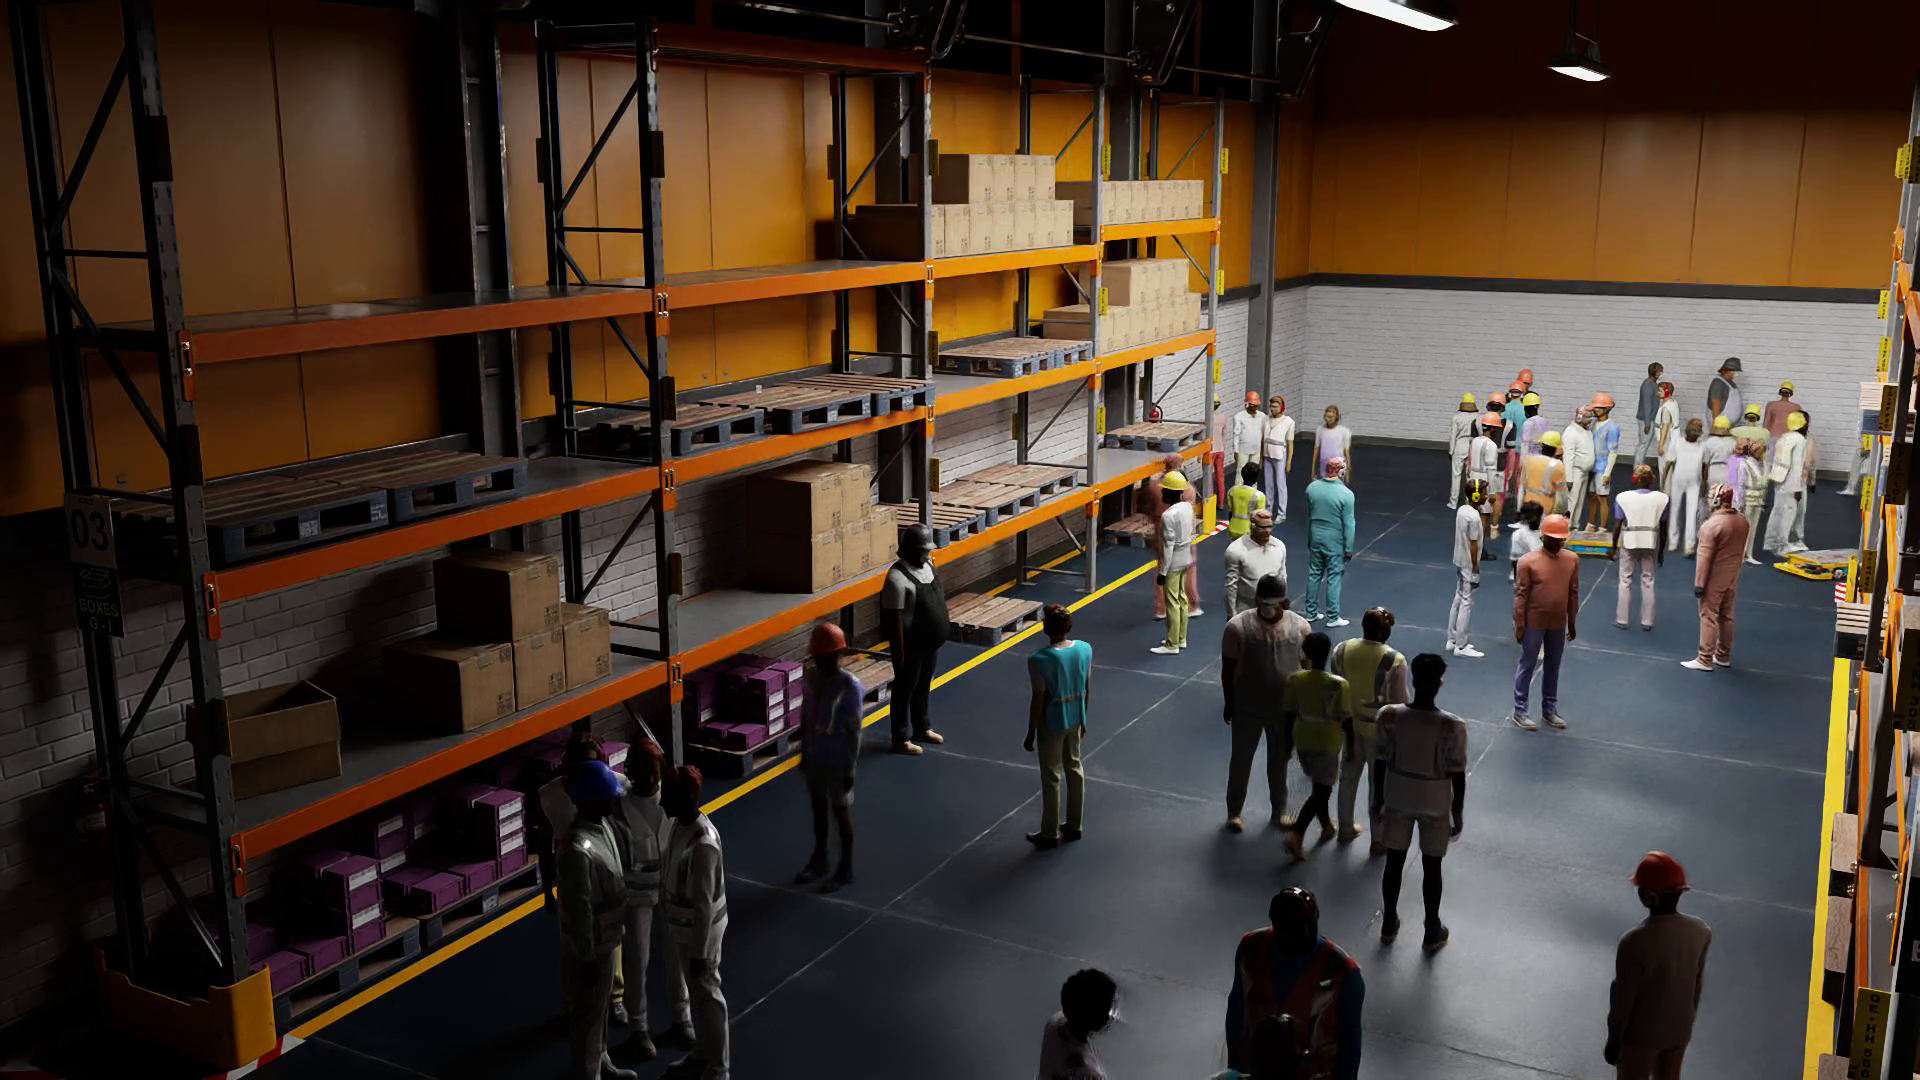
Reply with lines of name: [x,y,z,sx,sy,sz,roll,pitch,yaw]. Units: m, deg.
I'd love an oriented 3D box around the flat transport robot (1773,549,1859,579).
flat transport robot: [11.020,0.289,20.812,1.431,0.197,0.652,-3,13,-15]

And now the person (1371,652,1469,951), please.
person: [2.967,1.680,10.755,0.612,1.963,0.362,7,14,28]

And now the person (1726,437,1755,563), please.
person: [9.969,-0.511,21.327,0.316,1.631,0.524,0,13,-2]

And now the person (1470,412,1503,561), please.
person: [6.788,-0.698,21.503,0.389,1.925,0.550,-2,13,-9]

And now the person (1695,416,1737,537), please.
person: [10.256,-0.835,22.590,0.493,1.715,0.782,2,13,11]

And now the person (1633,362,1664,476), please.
person: [11.182,-1.933,27.030,0.367,1.932,0.622,6,14,25]

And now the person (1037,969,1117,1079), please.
person: [0.446,2.632,7.213,0.468,1.654,0.722,-2,13,-11]

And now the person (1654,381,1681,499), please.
person: [10.714,-1.485,25.230,0.388,1.838,0.561,7,14,29]

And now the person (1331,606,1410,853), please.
person: [3.050,1.389,12.342,0.429,1.841,0.633,-12,17,-43]

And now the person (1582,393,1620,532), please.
person: [8.608,-0.972,22.456,0.373,2.044,0.606,-2,13,-11]

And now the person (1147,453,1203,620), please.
person: [2.403,-0.042,18.651,0.665,1.876,0.641,10,16,39]

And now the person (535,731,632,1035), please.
person: [-2.173,1.978,9.727,0.565,1.837,0.388,-5,14,-22]

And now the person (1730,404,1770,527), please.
person: [11.050,-1.031,23.347,0.533,1.767,0.324,5,13,21]

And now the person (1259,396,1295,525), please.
person: [4.516,-1.145,23.705,0.388,1.837,0.561,-10,16,-37]

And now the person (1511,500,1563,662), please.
person: [5.955,0.403,17.155,0.561,1.660,0.488,-2,13,-9]

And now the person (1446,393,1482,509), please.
person: [7.511,-1.322,24.732,0.492,1.730,0.324,0,13,-1]

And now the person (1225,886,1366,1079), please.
person: [1.494,2.449,7.594,0.636,1.842,0.429,8,15,32]

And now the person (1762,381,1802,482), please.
person: [12.785,-1.598,25.918,0.535,1.753,0.341,6,14,25]

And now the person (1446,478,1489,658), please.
person: [5.280,0.280,17.246,0.310,1.868,0.532,0,13,-1]

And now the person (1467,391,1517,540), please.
person: [7.241,-1.013,22.677,0.612,2.030,0.403,4,13,17]

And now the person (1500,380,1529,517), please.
person: [8.047,-1.328,24.172,0.608,1.989,0.386,7,14,28]

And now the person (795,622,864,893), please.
person: [-0.922,1.503,11.623,0.551,1.936,0.368,11,17,41]

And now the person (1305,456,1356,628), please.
person: [4.099,0.018,18.362,0.399,1.900,0.645,-11,16,-39]

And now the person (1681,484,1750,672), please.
person: [7.607,0.375,16.758,0.645,1.900,0.400,-7,14,-29]

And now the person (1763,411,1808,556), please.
person: [10.841,-0.739,21.780,0.415,1.881,0.685,1,13,6]

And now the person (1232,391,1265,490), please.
person: [4.339,-1.362,24.869,0.564,1.745,0.349,-5,13,-20]

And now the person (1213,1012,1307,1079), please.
person: [1.152,2.707,6.511,0.415,1.819,0.527,-6,14,-25]

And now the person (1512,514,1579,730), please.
person: [5.268,0.735,14.953,0.614,1.987,0.408,-3,13,-13]

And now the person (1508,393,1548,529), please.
person: [7.996,-1.107,23.356,0.392,1.915,0.592,11,17,41]

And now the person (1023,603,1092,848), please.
person: [0.736,1.380,12.368,0.563,1.847,0.390,-9,16,-36]

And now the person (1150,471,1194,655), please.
person: [2.213,0.237,17.297,0.361,1.930,0.587,7,14,29]

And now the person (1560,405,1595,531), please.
person: [8.313,-0.877,22.379,0.400,1.896,0.653,11,17,41]

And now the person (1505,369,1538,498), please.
person: [8.604,-1.636,25.547,0.612,1.991,0.391,-4,13,-16]

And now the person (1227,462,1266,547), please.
person: [3.301,-0.063,19.195,0.319,1.687,0.539,-11,17,-41]

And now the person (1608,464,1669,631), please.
person: [7.419,0.103,18.189,0.579,1.838,0.425,1,13,5]

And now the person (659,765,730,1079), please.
person: [-1.438,2.110,9.024,0.338,1.882,0.569,-5,14,-22]

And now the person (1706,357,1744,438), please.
person: [12.402,-1.980,26.973,0.535,2.000,0.693,12,17,42]

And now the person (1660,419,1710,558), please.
person: [9.427,-0.671,21.647,0.564,1.799,0.942,5,13,21]

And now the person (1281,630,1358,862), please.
person: [2.600,1.504,12.244,0.795,1.657,0.564,-12,17,-43]

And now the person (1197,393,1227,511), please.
person: [3.700,-1.284,24.479,0.526,1.768,0.331,-8,15,-33]

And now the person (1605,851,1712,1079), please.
person: [3.384,2.369,8.178,0.570,1.743,0.351,-6,14,-24]

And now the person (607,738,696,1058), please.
person: [-1.755,2.016,9.456,0.585,1.877,0.361,-8,15,-31]

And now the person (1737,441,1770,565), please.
person: [10.051,-0.458,21.107,0.565,1.624,0.331,-7,14,-27]

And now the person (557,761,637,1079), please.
person: [-1.942,2.108,8.882,0.398,1.944,0.617,-1,13,-3]

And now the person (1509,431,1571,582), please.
person: [7.117,-0.409,20.362,1.019,1.862,0.578,-6,14,-25]

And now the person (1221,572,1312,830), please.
person: [2.336,1.224,12.629,0.684,2.000,0.535,0,13,-1]

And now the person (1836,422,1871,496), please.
person: [13.845,-1.420,25.447,0.694,1.597,0.536,2,13,9]

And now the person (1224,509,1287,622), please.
person: [2.780,0.642,15.562,0.647,1.900,0.400,-5,13,-20]

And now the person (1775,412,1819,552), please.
person: [11.015,-0.773,21.920,0.626,1.889,0.410,-3,13,-14]

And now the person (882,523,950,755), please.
person: [-0.354,0.833,14.377,0.535,2.000,0.683,6,14,27]

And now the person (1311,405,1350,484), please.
person: [5.184,-0.998,23.119,0.543,1.816,0.833,10,16,38]
